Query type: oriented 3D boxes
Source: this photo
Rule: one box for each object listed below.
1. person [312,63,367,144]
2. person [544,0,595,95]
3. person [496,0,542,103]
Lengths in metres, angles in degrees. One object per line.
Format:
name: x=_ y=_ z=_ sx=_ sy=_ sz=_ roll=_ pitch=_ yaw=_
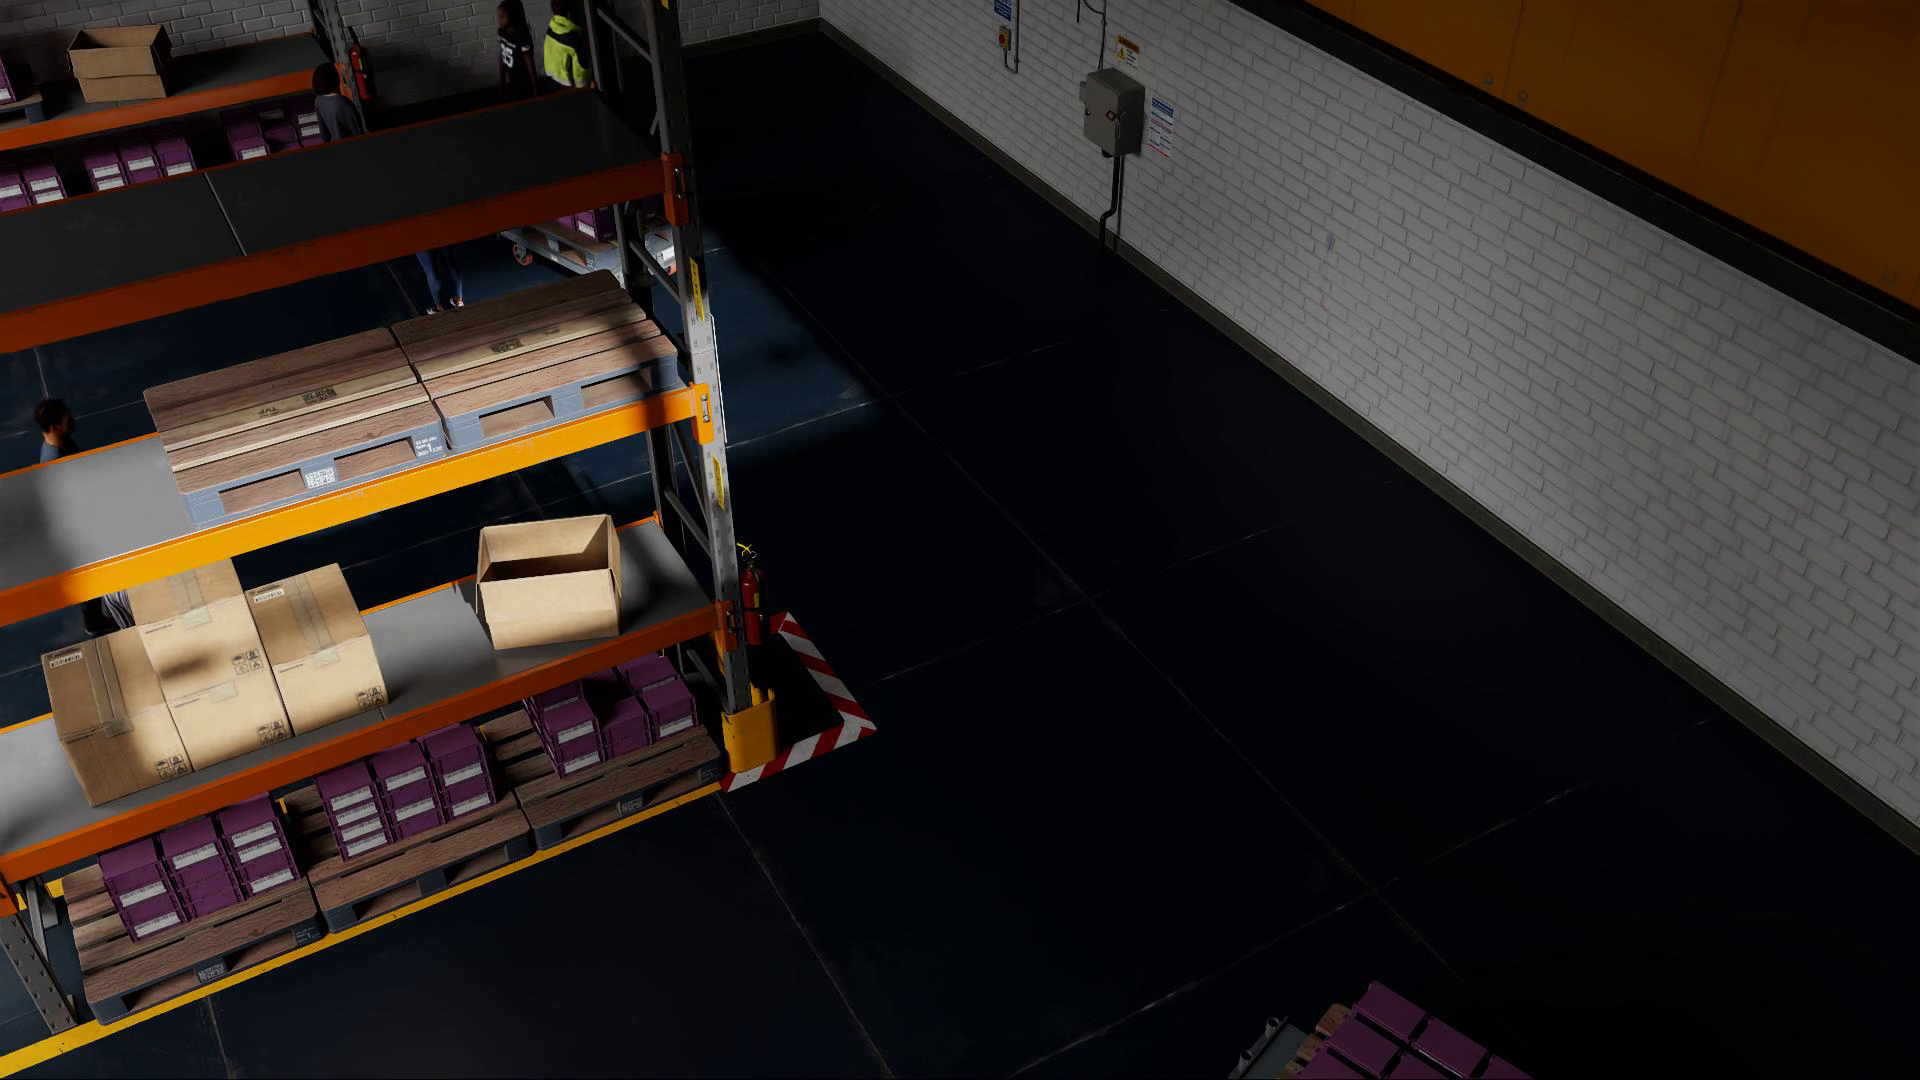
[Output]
person: x=-5.556 y=-3.488 z=15.134 sx=0.687 sy=1.768 sz=0.734 roll=12 pitch=40 yaw=14
person: x=-3.789 y=-4.204 z=15.894 sx=1.009 sy=1.938 sz=1.307 roll=30 pitch=47 yaw=32
person: x=-4.259 y=-4.511 z=16.454 sx=0.682 sy=1.720 sz=0.678 roll=-29 pitch=47 yaw=-31
